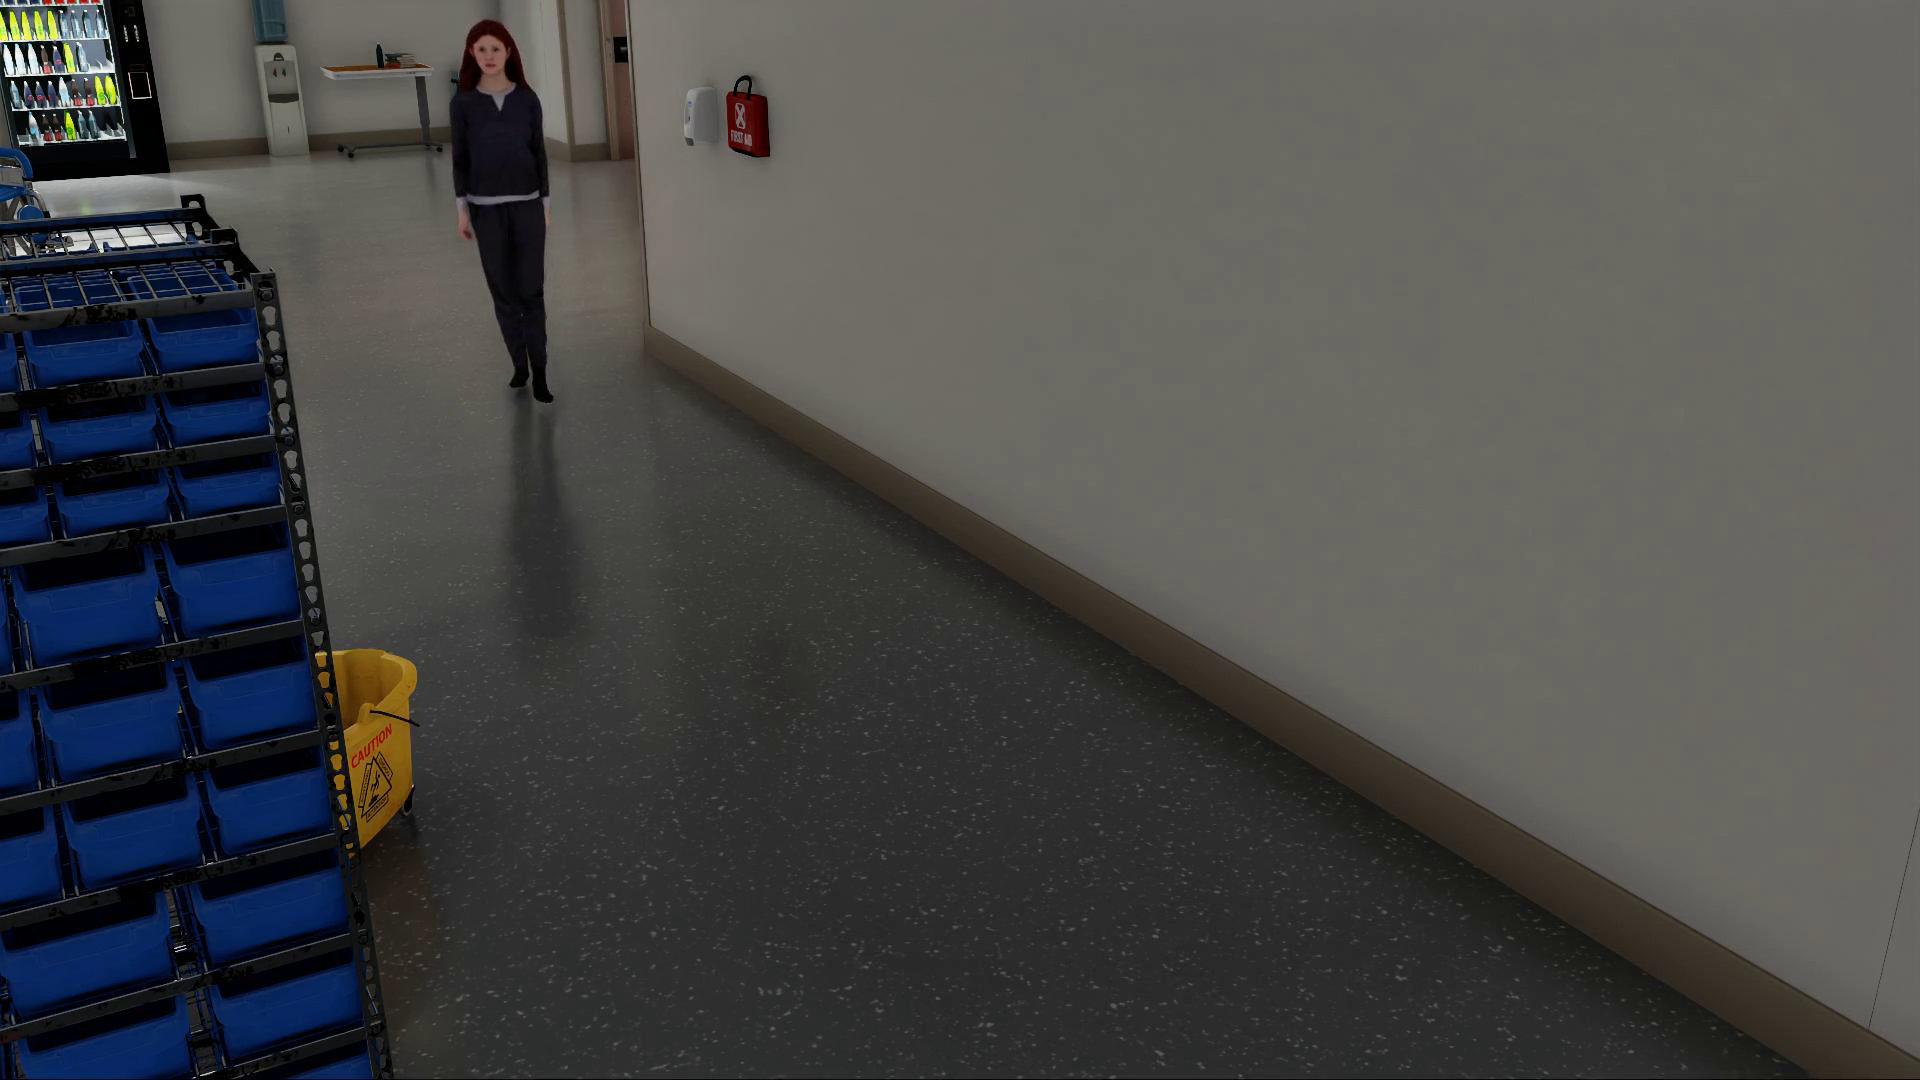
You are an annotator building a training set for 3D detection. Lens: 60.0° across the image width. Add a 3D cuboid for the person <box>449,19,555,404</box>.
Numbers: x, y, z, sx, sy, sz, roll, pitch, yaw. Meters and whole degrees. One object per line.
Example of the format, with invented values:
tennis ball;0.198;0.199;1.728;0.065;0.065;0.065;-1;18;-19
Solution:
person;-2.179;-1.564;7.985;0.929;1.750;0.825;-3;21;-9
